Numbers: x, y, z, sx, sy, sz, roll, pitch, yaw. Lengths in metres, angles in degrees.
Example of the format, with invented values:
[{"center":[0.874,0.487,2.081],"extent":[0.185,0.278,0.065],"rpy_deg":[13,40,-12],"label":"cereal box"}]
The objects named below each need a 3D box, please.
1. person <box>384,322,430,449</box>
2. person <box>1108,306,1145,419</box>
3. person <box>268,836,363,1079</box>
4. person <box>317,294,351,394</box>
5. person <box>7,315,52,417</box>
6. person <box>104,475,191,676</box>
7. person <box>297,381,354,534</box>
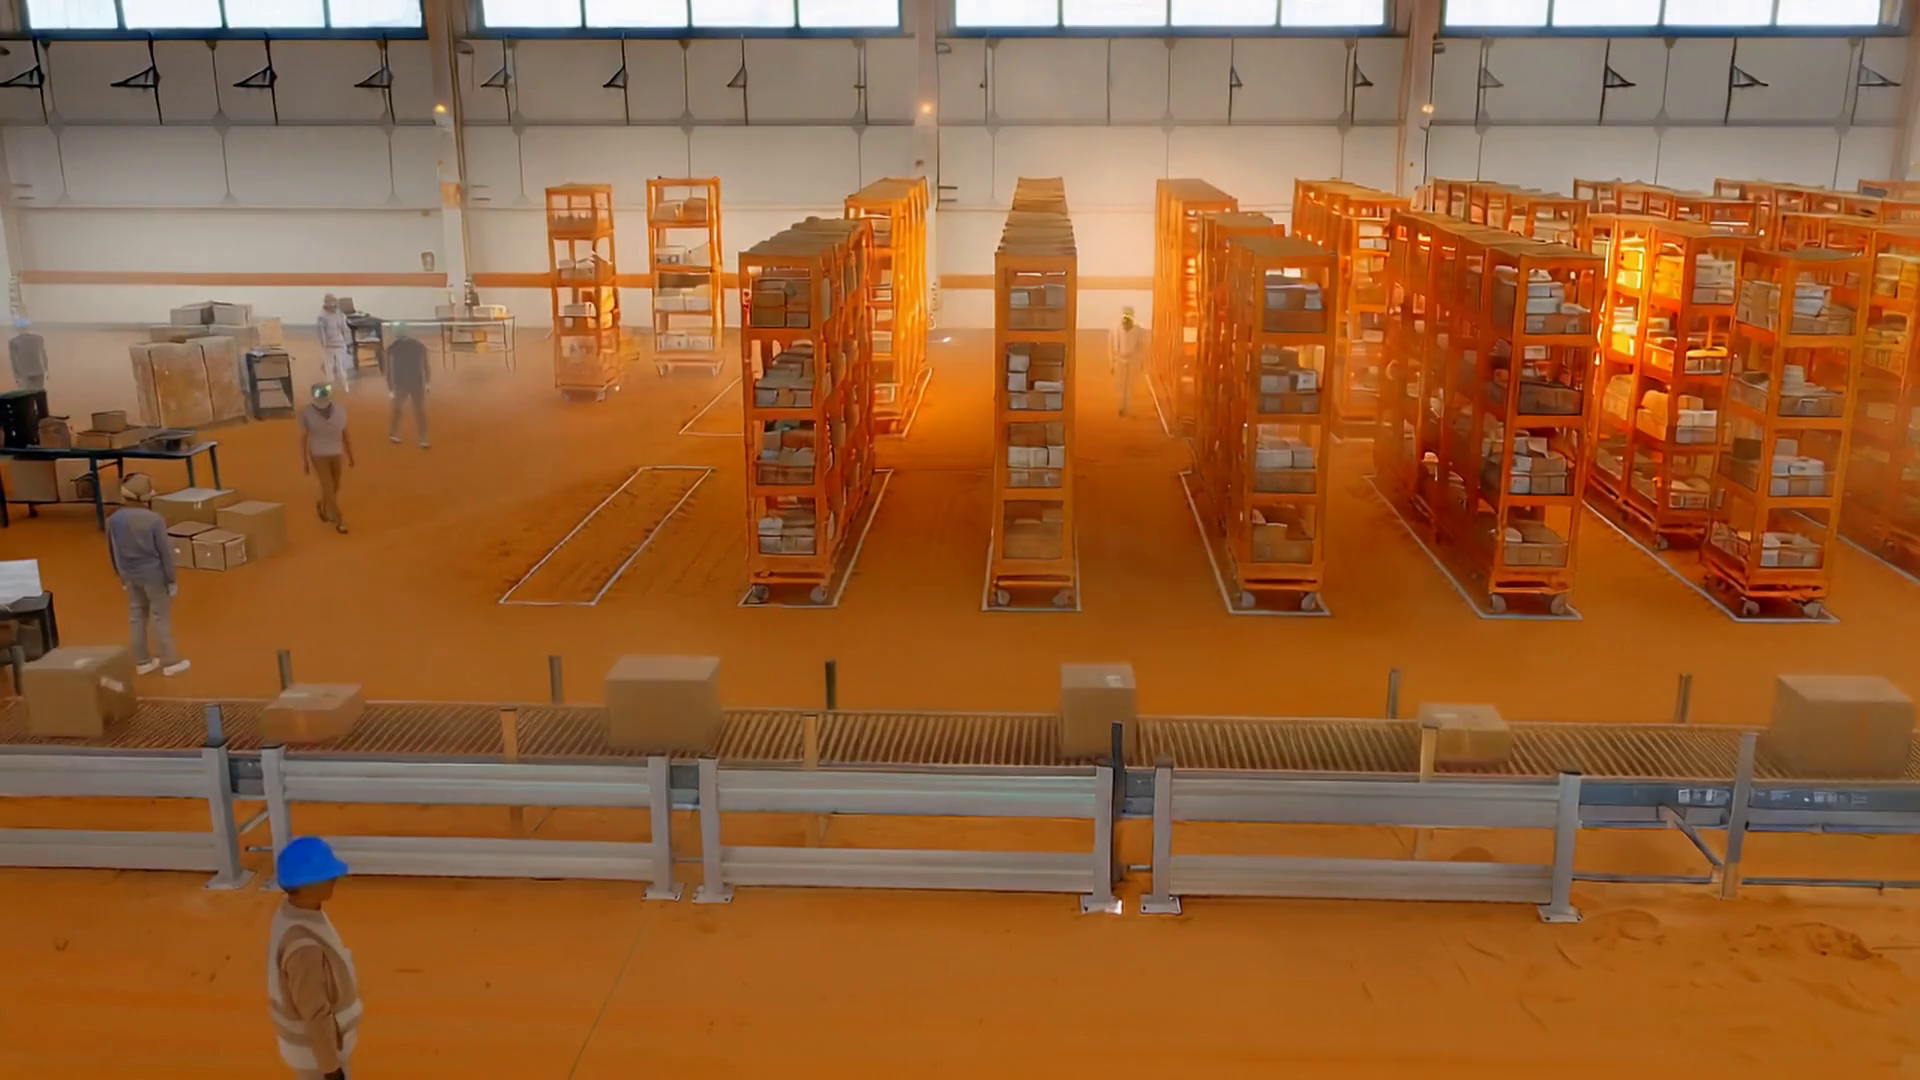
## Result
[{"center":[-8.156,-2.292,24.549],"extent":[0.664,1.851,1.012],"rpy_deg":[-11,18,-34],"label":"person"},{"center":[2.686,-2.825,26.610],"extent":[0.628,1.799,0.802],"rpy_deg":[-1,15,-5],"label":"person"},{"center":[-2.883,2.248,7.502],"extent":[0.384,1.949,0.605],"rpy_deg":[-8,17,-27],"label":"person"},{"center":[-10.862,-3.401,28.877],"extent":[0.492,1.736,0.330],"rpy_deg":[-8,17,-27],"label":"person"},{"center":[-14.597,-2.659,26.127],"extent":[0.570,1.733,0.718],"rpy_deg":[-14,21,-43],"label":"person"},{"center":[-7.274,0.320,14.897],"extent":[0.586,1.822,0.403],"rpy_deg":[3,15,12],"label":"person"},{"center":[-7.603,-1.024,19.904],"extent":[0.580,1.818,0.861],"rpy_deg":[-15,21,-43],"label":"person"}]
